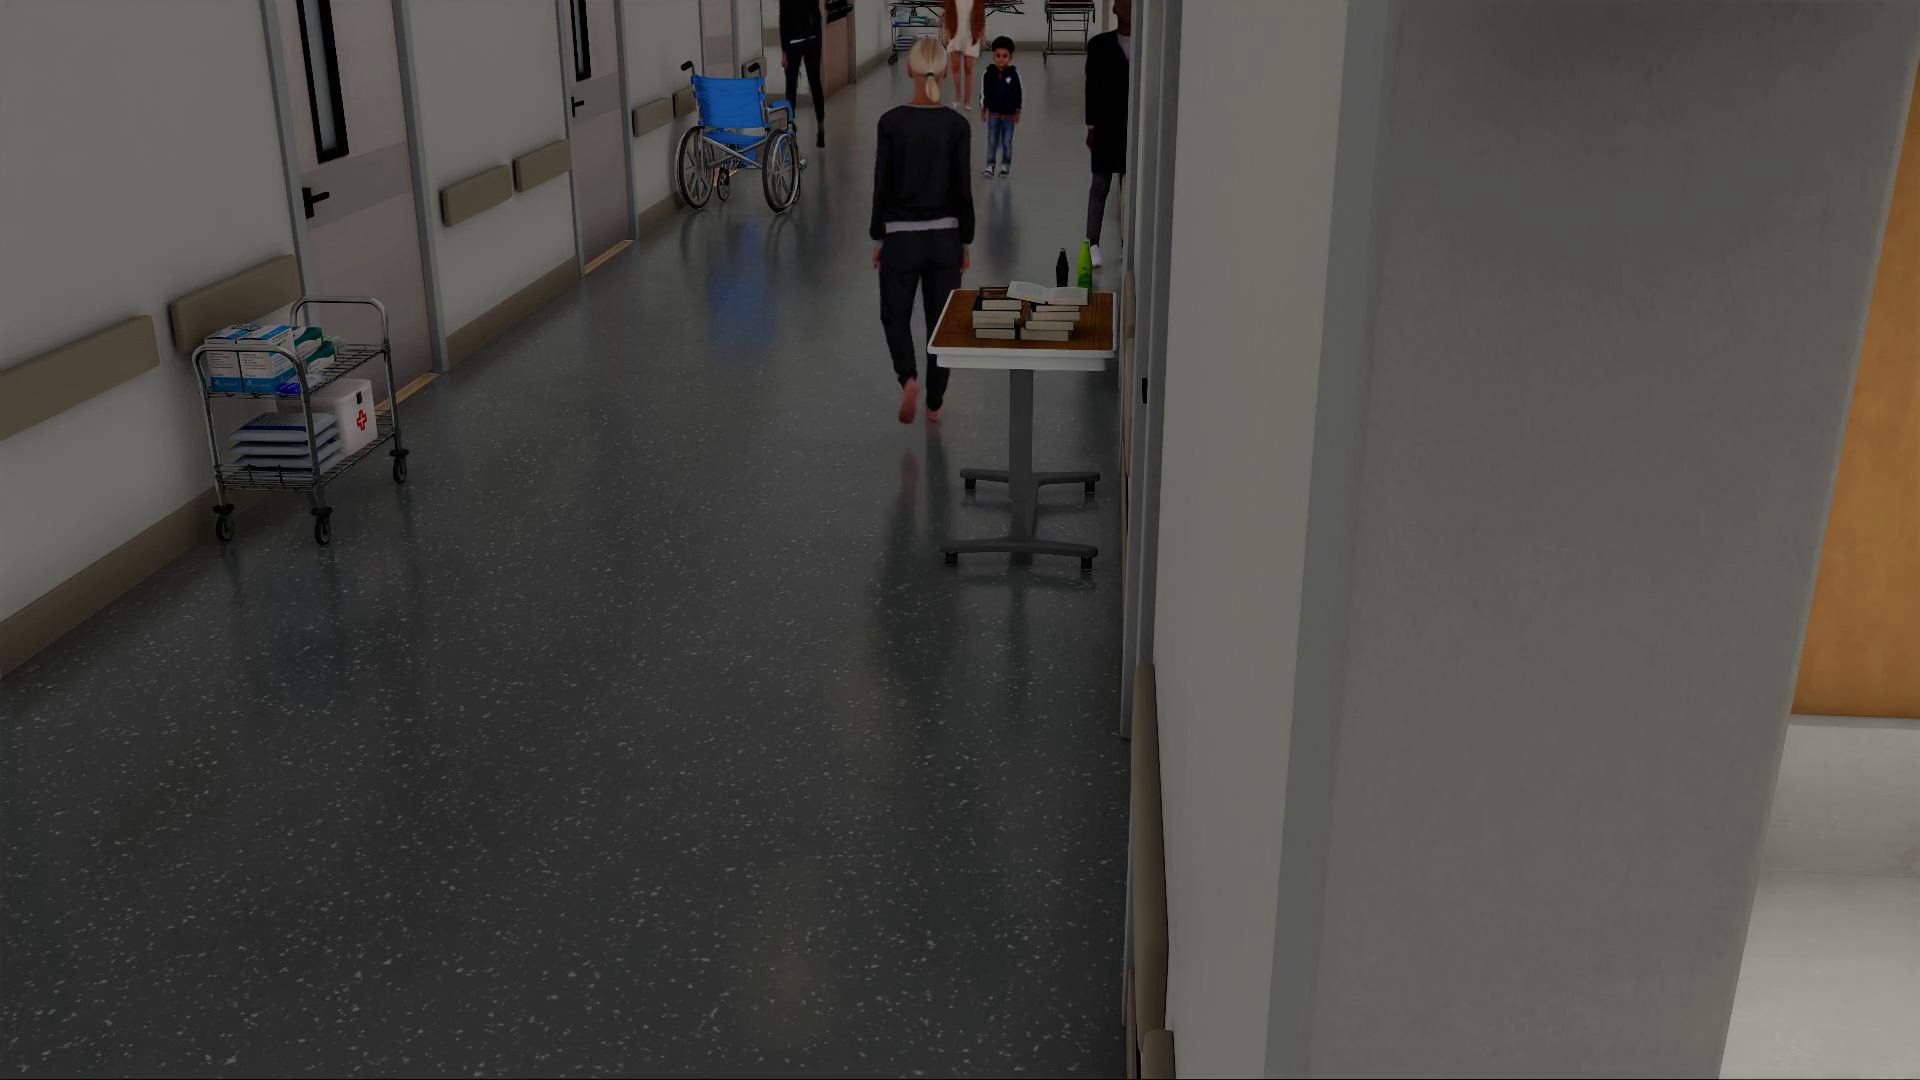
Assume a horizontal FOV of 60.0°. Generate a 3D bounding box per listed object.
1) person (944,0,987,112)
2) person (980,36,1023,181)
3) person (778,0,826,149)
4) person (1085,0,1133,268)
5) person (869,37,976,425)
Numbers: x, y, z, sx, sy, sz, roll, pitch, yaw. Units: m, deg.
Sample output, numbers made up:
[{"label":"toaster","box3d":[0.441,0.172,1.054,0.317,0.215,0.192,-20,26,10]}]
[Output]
[{"label":"person","box3d":[0.044,-5.912,19.485,0.667,1.706,0.648,0,21,-1]},{"label":"person","box3d":[0.377,-3.762,14.516,0.571,1.205,0.737,4,21,11]},{"label":"person","box3d":[-1.502,-4.671,16.101,1.045,1.782,1.237,-8,22,-21]},{"label":"person","box3d":[1.046,-2.695,10.913,0.707,1.761,0.663,-4,21,-11]},{"label":"person","box3d":[-0.169,-1.326,7.361,0.688,1.716,0.843,-1,21,-3]}]
